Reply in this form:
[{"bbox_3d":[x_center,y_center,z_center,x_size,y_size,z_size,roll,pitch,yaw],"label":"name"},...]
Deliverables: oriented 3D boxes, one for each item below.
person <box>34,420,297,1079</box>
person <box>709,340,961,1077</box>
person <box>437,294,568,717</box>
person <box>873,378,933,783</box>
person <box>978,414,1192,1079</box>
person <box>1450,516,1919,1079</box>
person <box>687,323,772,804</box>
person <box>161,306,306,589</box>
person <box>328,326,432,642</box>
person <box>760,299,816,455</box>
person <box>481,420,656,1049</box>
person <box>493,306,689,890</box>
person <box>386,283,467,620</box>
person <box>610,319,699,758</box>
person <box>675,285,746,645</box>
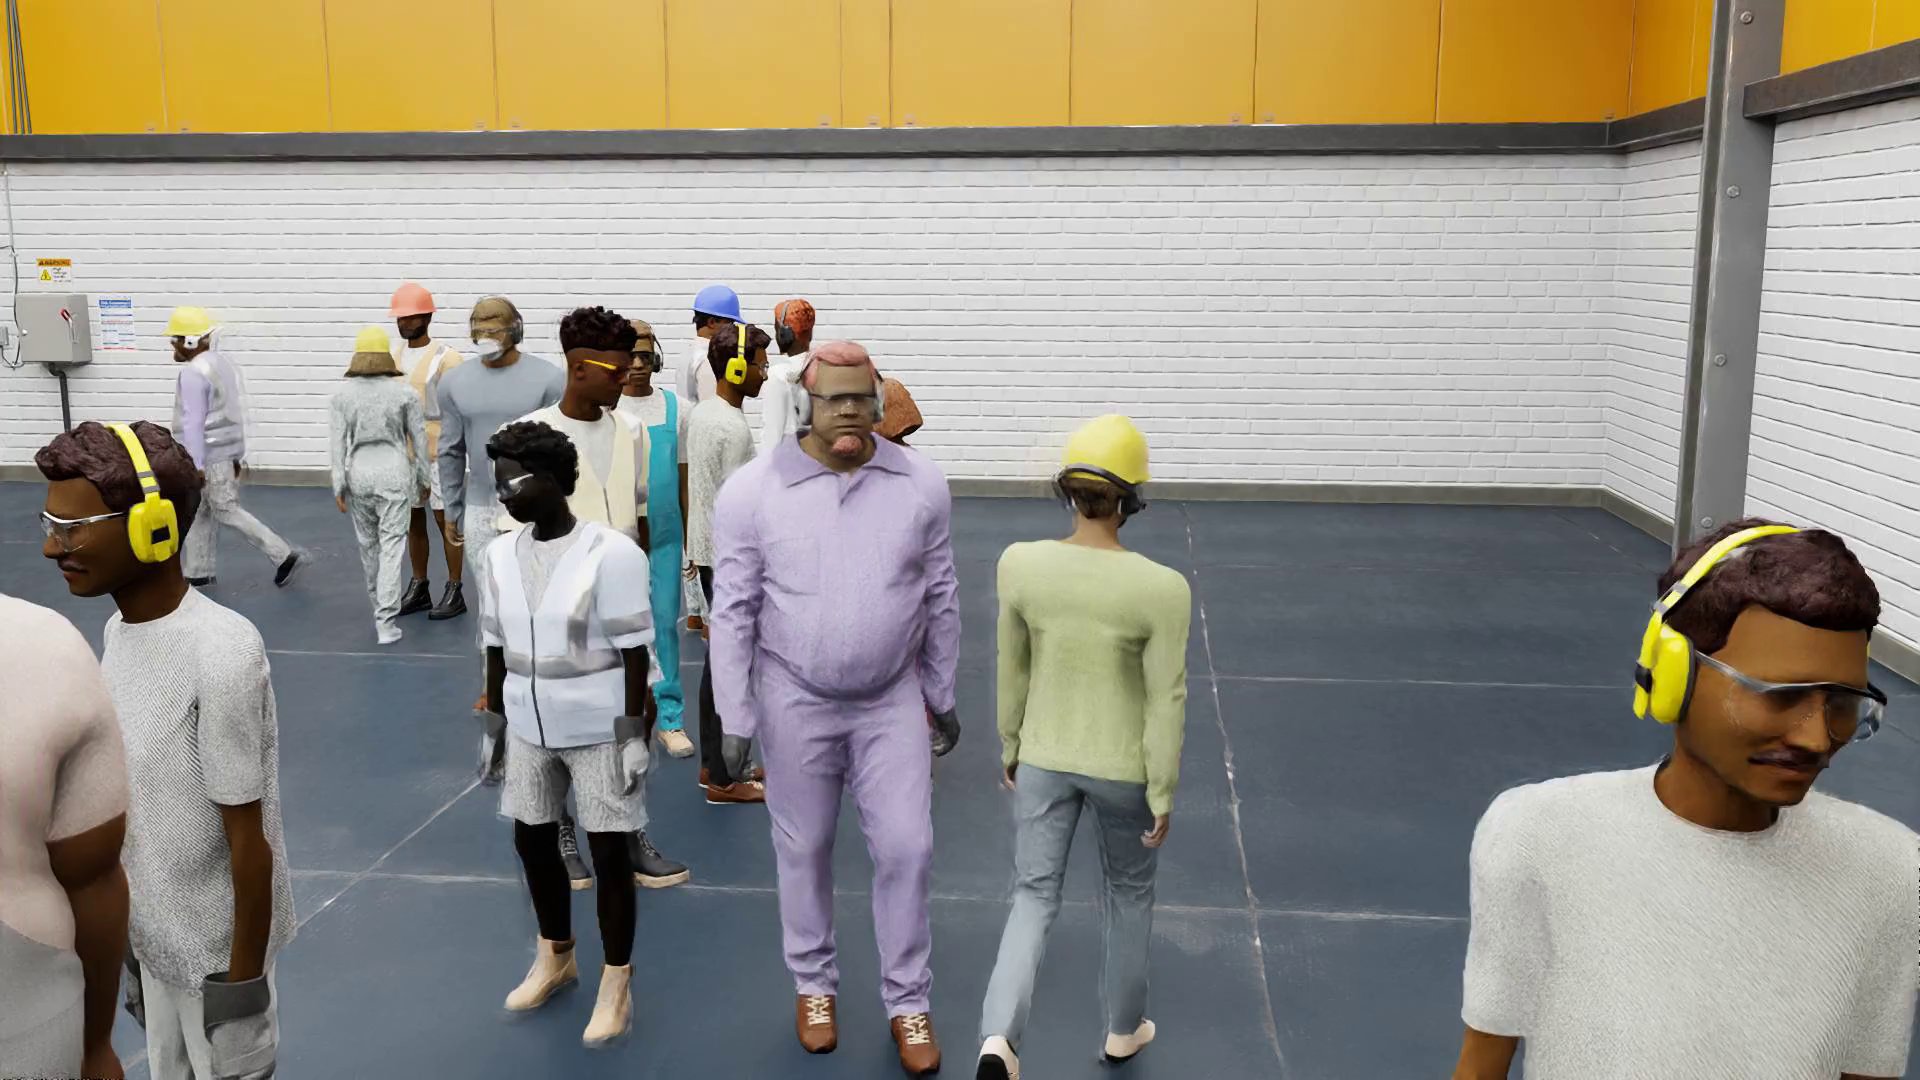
[{"bbox_3d":[-1.293,0.724,2.797,0.510,1.861,0.324,9,13,42],"label":"person"},{"bbox_3d":[-0.288,0.446,4.274,0.680,1.890,0.643,-2,10,-13],"label":"person"},{"bbox_3d":[-2.048,-0.145,7.568,0.636,1.931,0.377,1,10,4],"label":"person"},{"bbox_3d":[-0.272,0.175,6.572,0.268,1.632,0.507,-4,11,-22],"label":"person"},{"bbox_3d":[0.299,0.560,4.107,0.526,1.735,0.786,4,11,21],"label":"person"},{"bbox_3d":[0.779,0.886,1.874,0.533,1.852,0.475,1,10,3],"label":"person"},{"bbox_3d":[-0.864,0.099,6.391,0.351,1.856,0.519,-4,11,-24],"label":"person"},{"bbox_3d":[-4.544,-0.550,10.301,0.858,1.801,0.597,-1,10,-8],"label":"person"},{"bbox_3d":[-3.197,-0.327,9.248,0.499,1.704,0.857,-1,10,-5],"label":"person"},{"bbox_3d":[-0.807,-0.289,8.536,0.350,1.879,0.576,7,12,34],"label":"person"},{"bbox_3d":[-1.054,0.518,4.515,0.558,1.673,0.364,4,11,23],"label":"person"},{"bbox_3d":[-1.230,0.215,5.459,0.549,1.941,0.699,9,13,42],"label":"person"},{"bbox_3d":[-3.106,-0.502,9.585,0.553,1.934,0.366,4,11,23],"label":"person"},{"bbox_3d":[-1.331,0.010,6.916,0.508,1.846,0.345,-5,11,-24],"label":"person"},{"bbox_3d":[-1.341,-0.404,9.022,0.402,1.938,0.604,-4,11,-23],"label":"person"}]
